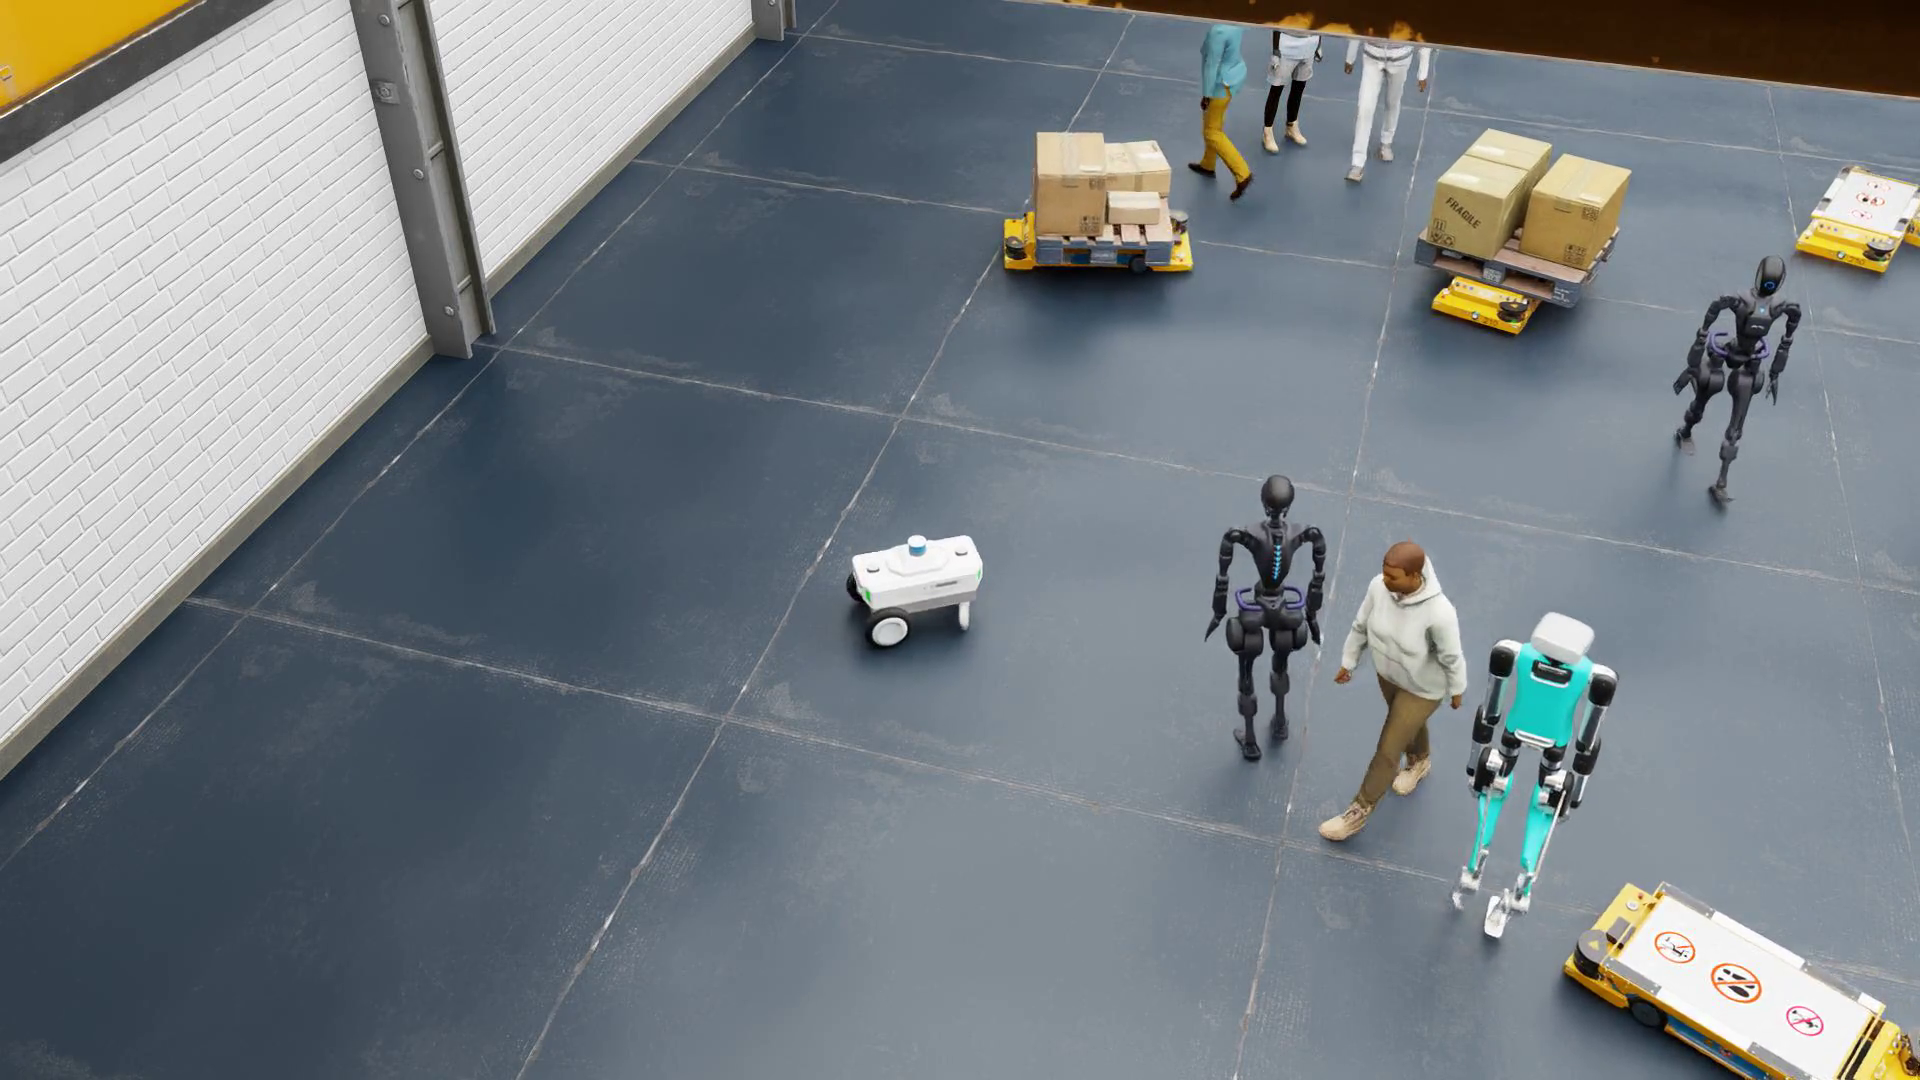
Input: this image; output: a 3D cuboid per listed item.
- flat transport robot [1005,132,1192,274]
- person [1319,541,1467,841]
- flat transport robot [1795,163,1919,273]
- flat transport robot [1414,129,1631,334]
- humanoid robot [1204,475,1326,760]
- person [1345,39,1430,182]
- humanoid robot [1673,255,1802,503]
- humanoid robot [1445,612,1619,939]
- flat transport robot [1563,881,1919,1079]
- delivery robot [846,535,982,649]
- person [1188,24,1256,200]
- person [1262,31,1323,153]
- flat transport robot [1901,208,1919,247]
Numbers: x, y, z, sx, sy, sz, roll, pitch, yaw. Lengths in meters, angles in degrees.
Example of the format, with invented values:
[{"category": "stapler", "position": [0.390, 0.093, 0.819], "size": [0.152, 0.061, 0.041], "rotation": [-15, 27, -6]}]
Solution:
[{"category": "flat transport robot", "position": [1.064, -2.328, 12.900], "size": [1.431, 0.231, 0.659], "rotation": [1, 39, 1]}, {"category": "person", "position": [2.103, 0.688, 7.990], "size": [0.915, 1.704, 0.544], "rotation": [-24, 45, -27]}, {"category": "flat transport robot", "position": [7.179, -2.570, 13.201], "size": [0.659, 0.231, 1.431], "rotation": [24, 45, 27]}, {"category": "flat transport robot", "position": [4.136, -2.020, 12.516], "size": [0.659, 0.231, 1.431], "rotation": [23, 44, 26]}, {"category": "humanoid robot", "position": [1.548, 0.401, 8.391], "size": [0.590, 1.644, 0.377], "rotation": [-1, 39, -1]}, {"category": "person", "position": [3.473, -3.858, 13.551], "size": [0.671, 1.828, 0.991], "rotation": [12, 40, 15]}, {"category": "humanoid robot", "position": [4.767, -1.064, 10.255], "size": [0.609, 1.609, 0.842], "rotation": [6, 39, 8]}, {"category": "humanoid robot", "position": [2.444, 1.191, 7.356], "size": [0.549, 1.787, 0.737], "rotation": [18, 42, 21]}, {"category": "flat transport robot", "position": [3.514, 2.083, 7.413], "size": [1.431, 0.231, 0.659], "rotation": [30, 48, 32]}, {"category": "delivery robot", "position": [-0.271, 0.248, 9.475], "size": [0.775, 0.604, 0.505], "rotation": [-11, 40, -13]}, {"category": "person", "position": [2.162, -3.628, 13.353], "size": [0.678, 1.726, 0.564], "rotation": [22, 44, 25]}, {"category": "person", "position": [2.820, -4.104, 13.966], "size": [0.529, 1.698, 0.321], "rotation": [-17, 42, -20]}, {"category": "flat transport robot", "position": [8.039, -2.289, 12.852], "size": [0.659, 0.231, 1.431], "rotation": [-31, 48, -32]}]
